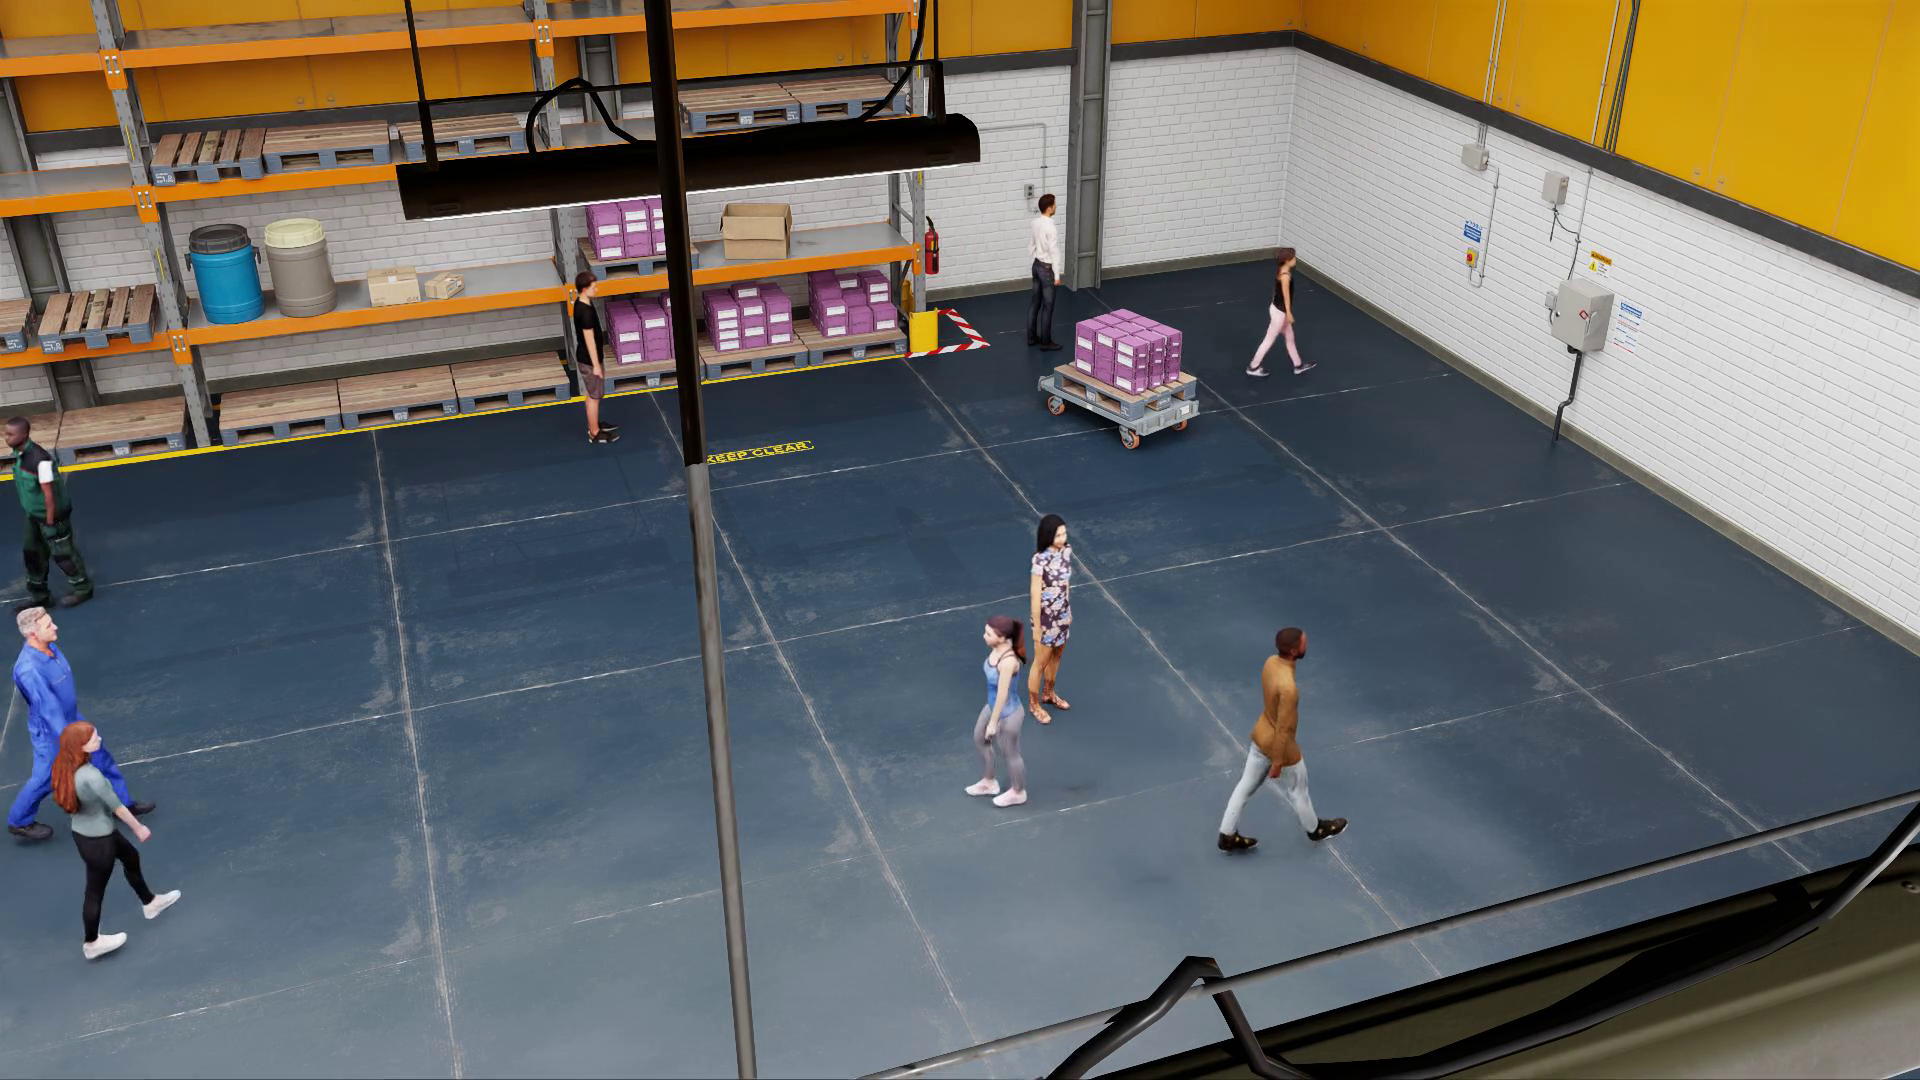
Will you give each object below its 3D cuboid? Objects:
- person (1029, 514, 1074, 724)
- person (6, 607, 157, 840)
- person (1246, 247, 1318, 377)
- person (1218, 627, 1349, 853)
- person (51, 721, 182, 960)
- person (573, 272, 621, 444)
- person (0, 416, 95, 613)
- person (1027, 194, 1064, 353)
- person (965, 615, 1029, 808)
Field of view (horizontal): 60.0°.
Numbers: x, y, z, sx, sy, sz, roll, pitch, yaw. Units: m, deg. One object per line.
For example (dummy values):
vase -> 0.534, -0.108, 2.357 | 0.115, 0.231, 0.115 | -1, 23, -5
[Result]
person -> 0.703, 0.587, 12.872 | 0.732, 1.733, 0.604 | 23, 36, 35
person -> -6.344, 1.313, 11.486 | 1.233, 1.786, 0.882 | -4, 29, -8
person -> 3.557, -2.548, 18.839 | 1.093, 1.523, 0.813 | 2, 29, 3
person -> 2.053, 1.412, 11.318 | 1.181, 1.774, 0.762 | -6, 29, -10
person -> -5.487, 1.935, 10.429 | 0.864, 1.705, 1.013 | 21, 35, 34
person -> -3.861, -1.915, 17.330 | 0.596, 1.857, 0.678 | -8, 30, -14
person -> -7.792, -0.258, 14.328 | 0.961, 1.822, 1.047 | 20, 35, 33
person -> 0.992, -3.159, 19.597 | 0.622, 1.870, 0.715 | -18, 33, -30
person -> 0.384, 1.221, 11.853 | 0.721, 1.597, 0.648 | -4, 29, -8
